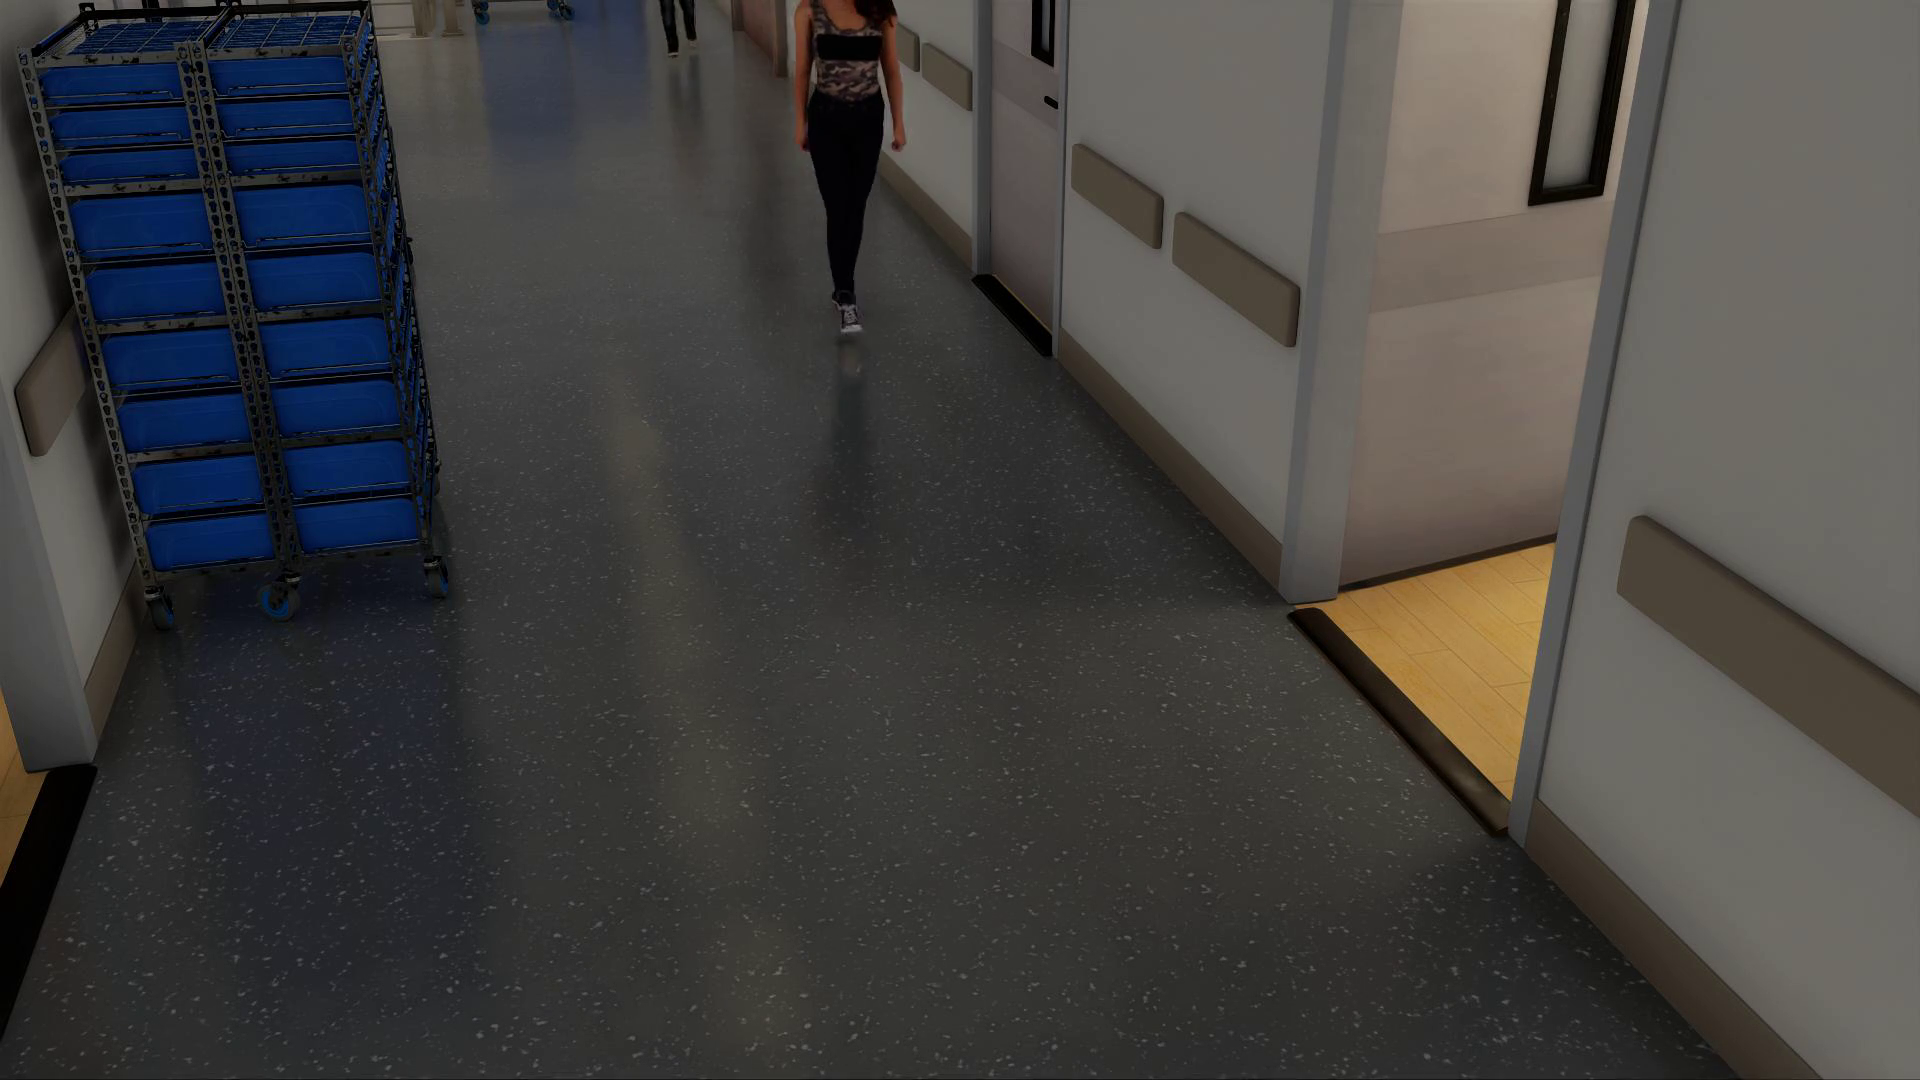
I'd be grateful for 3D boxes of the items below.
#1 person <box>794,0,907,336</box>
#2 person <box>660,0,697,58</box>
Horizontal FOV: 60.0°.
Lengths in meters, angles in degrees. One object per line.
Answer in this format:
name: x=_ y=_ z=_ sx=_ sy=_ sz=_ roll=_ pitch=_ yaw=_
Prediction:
person: x=-0.533 y=-1.860 z=7.518 sx=0.628 sy=1.746 sz=0.932 roll=-7 pitch=27 yaw=-15
person: x=-2.419 y=-4.872 z=14.107 sx=0.611 sy=1.448 sz=0.910 roll=-2 pitch=26 yaw=-5
